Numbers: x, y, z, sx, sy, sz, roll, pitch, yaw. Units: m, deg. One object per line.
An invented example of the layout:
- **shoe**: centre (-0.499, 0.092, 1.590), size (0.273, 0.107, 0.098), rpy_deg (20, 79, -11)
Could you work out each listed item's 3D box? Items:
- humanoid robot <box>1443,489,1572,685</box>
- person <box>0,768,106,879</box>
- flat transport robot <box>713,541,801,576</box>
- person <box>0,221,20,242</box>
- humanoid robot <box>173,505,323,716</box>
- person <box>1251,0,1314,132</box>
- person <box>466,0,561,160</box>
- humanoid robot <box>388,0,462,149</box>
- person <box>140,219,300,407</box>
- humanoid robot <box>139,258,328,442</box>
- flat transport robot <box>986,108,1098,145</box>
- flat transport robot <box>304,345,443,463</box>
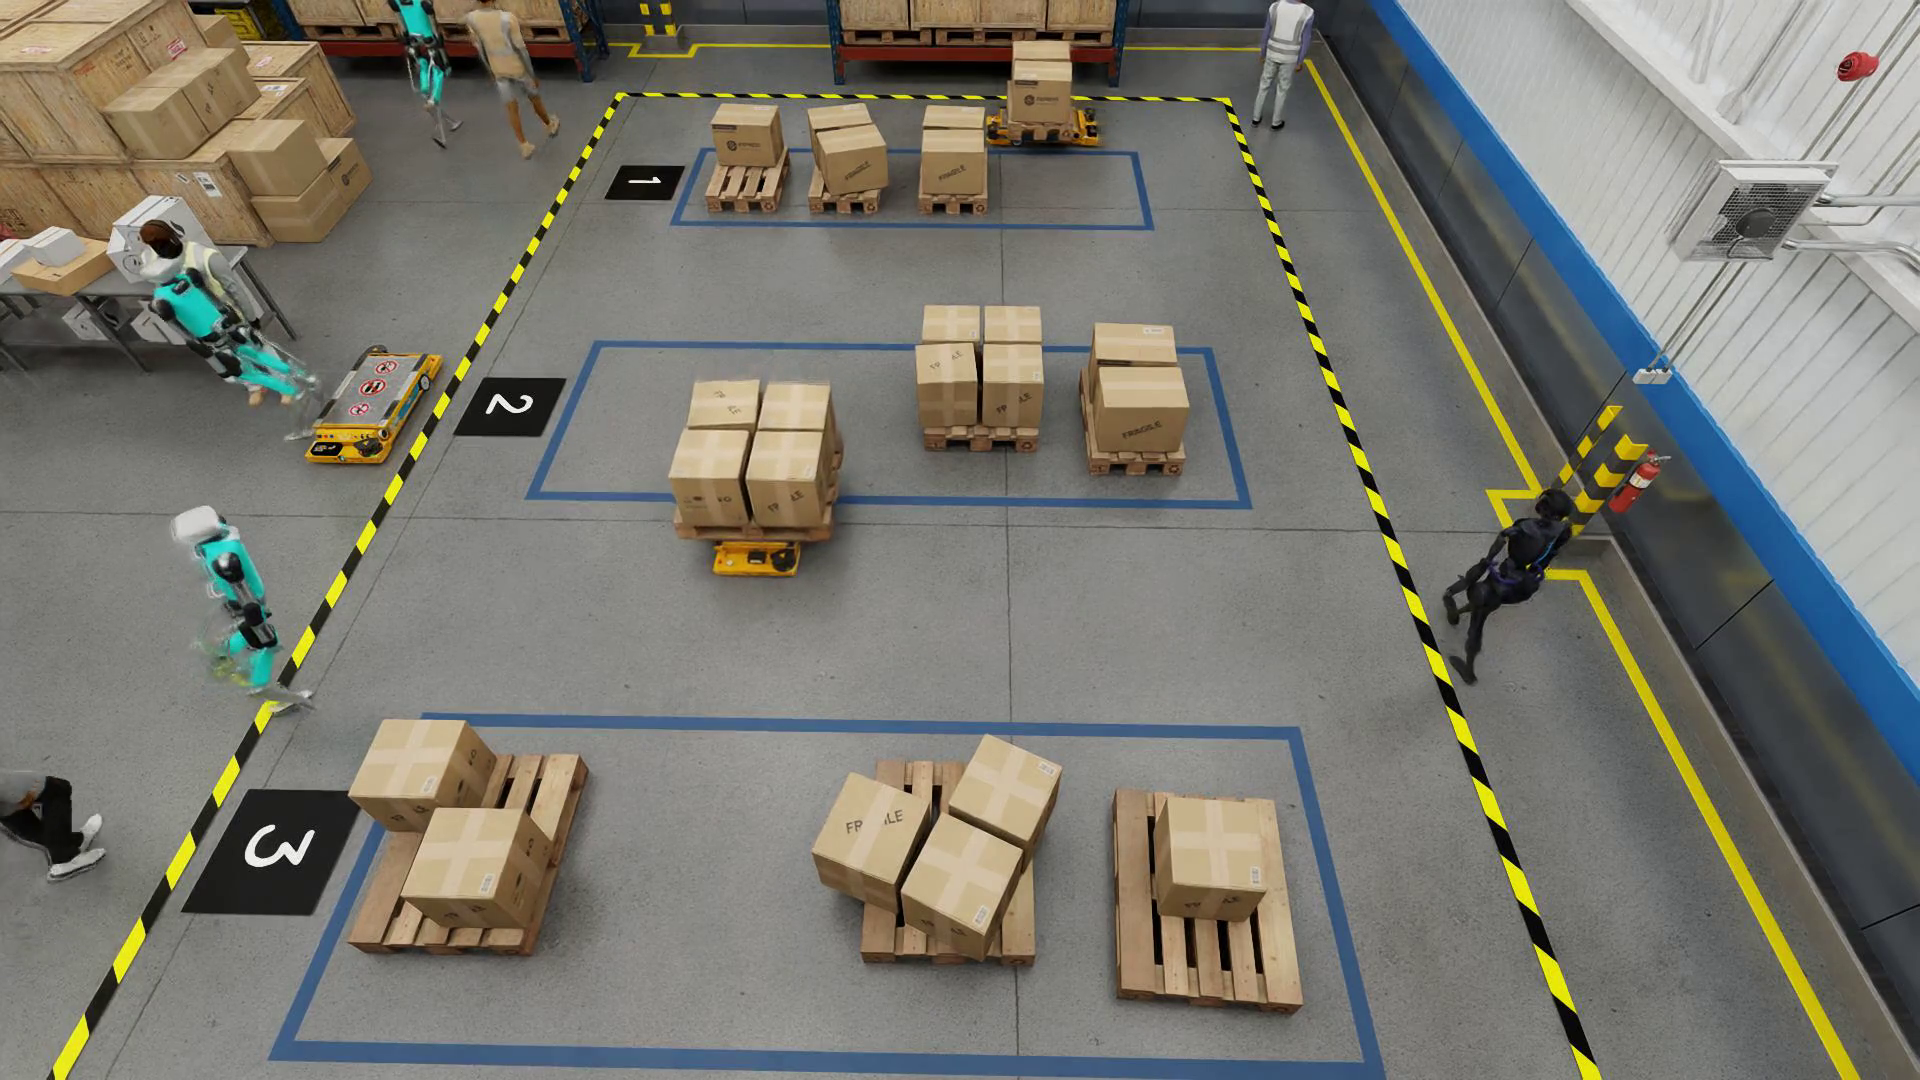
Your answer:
- **humanoid robot**: centre (3.676, 0.248, 6.254), size (0.584, 1.631, 0.739), rpy_deg (-8, 50, -7)
- **person**: centre (-5.577, 1.377, 5.172), size (0.599, 1.838, 0.410), rpy_deg (-4, 50, -3)
- **flat transport robot**: centre (-1.604, -0.321, 7.620), size (0.652, 0.197, 1.431), rpy_deg (1, 50, 1)
- **person**: centre (-9.975, -3.349, 9.121), size (0.393, 1.919, 0.591), rpy_deg (6, 50, 5)
- **humanoid robot**: centre (-4.693, 0.594, 5.918), size (0.818, 1.795, 0.553), rpy_deg (-31, 56, -24)
- **person**: centre (4.055, -6.089, 11.500), size (0.586, 1.823, 0.404), rpy_deg (27, 55, 21)
- **person**: centre (-5.427, -5.765, 11.116), size (0.634, 2.001, 0.926), rpy_deg (-1, 50, -1)
- **humanoid robot**: centre (-6.671, -5.796, 11.339), size (0.550, 1.816, 0.912), rpy_deg (5, 50, 4)
- **person**: centre (-6.461, -1.956, 7.997), size (0.632, 1.833, 0.431), rpy_deg (-3, 50, -3)
- **humanoid robot**: centre (-5.902, -1.541, 7.728), size (0.812, 1.797, 0.530), rpy_deg (1, 50, 1)
- **flat transport robot**: centre (1.058, -5.384, 11.905), size (1.431, 0.197, 0.652), rpy_deg (1, 50, 1)
- **flat transport robot**: centre (-5.383, -1.269, 8.441), size (0.659, 0.231, 1.431), rpy_deg (1, 50, 1)
